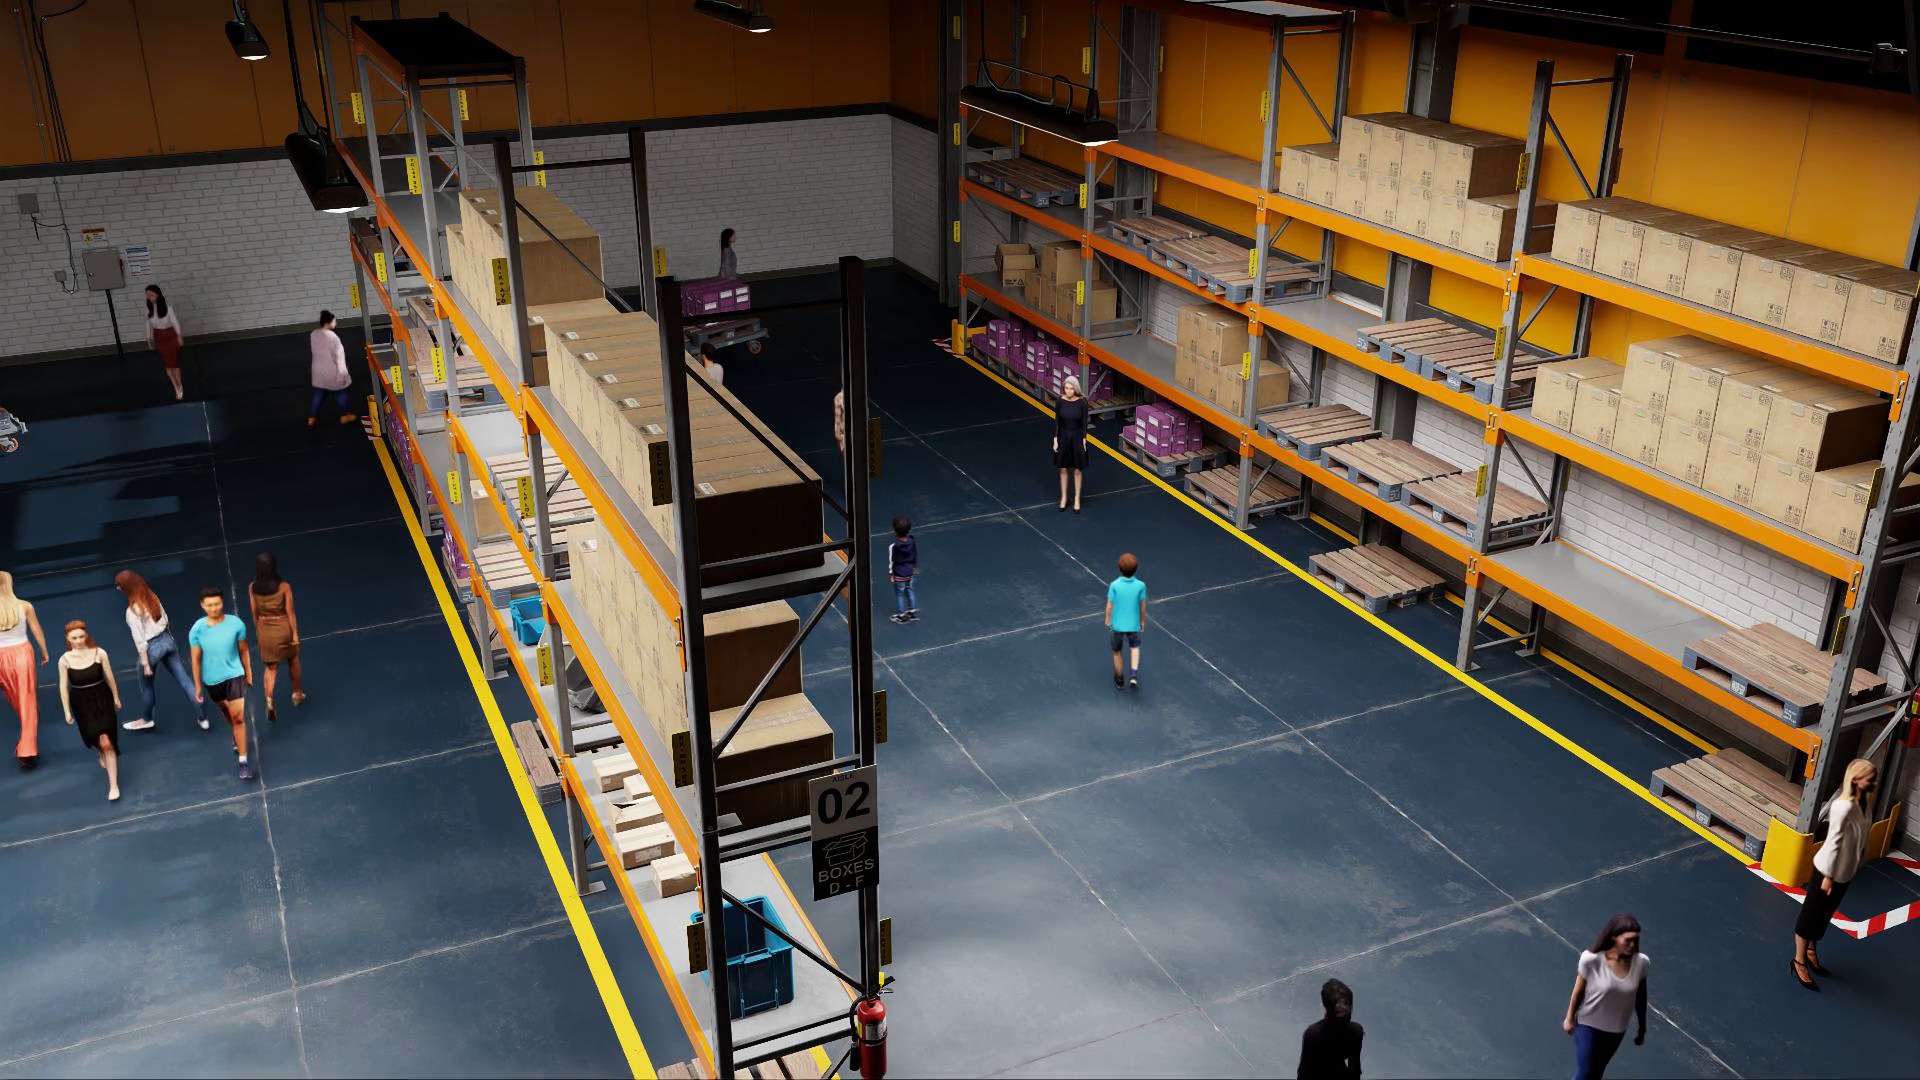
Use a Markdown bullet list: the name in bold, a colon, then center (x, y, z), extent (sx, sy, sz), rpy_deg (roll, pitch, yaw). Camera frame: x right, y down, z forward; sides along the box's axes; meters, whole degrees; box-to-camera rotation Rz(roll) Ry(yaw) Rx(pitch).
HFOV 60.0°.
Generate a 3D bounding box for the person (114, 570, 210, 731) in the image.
- **person**: center (-7.375, 1.049, 15.403), extent (1.148, 1.681, 1.109), rpy_deg (8, 25, 17)

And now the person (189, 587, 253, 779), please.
- **person**: center (-6.626, 1.218, 14.961), extent (0.732, 1.726, 1.171), rpy_deg (-8, 25, -18)

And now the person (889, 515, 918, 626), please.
- **person**: center (-0.612, 0.311, 17.666), extent (0.563, 1.221, 0.538), rpy_deg (-18, 29, -35)

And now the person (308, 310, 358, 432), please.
- **person**: center (-8.851, -2.331, 23.104), extent (1.108, 1.705, 1.159), rpy_deg (7, 25, 16)

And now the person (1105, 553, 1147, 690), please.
- **person**: center (1.620, 0.820, 16.224), extent (0.632, 1.442, 0.689), rpy_deg (-1, 24, -2)

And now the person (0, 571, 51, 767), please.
- **person**: center (-8.506, 1.196, 14.987), extent (0.705, 1.746, 1.275), rpy_deg (-10, 25, -21)

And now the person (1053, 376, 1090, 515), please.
- **person**: center (1.363, -1.180, 20.425), extent (0.708, 1.743, 0.745), rpy_deg (5, 24, 11)

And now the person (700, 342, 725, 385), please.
- **person**: center (-3.246, -1.759, 21.772), extent (0.710, 1.723, 0.685), rpy_deg (13, 27, 27)

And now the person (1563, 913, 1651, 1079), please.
- **person**: center (4.112, 3.086, 10.751), extent (0.735, 1.674, 0.756), rpy_deg (-2, 24, -4)

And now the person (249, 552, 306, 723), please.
- **person**: center (-6.460, 0.944, 15.667), extent (0.814, 1.662, 1.082), rpy_deg (-1, 24, -3)

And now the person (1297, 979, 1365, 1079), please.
- **person**: center (2.225, 3.412, 10.068), extent (0.638, 1.623, 0.798), rpy_deg (-6, 24, -13)

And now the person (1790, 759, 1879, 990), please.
- **person**: center (6.361, 2.406, 12.078), extent (0.666, 1.858, 0.629), rpy_deg (-20, 31, -39)

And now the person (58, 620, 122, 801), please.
- **person**: center (-7.642, 1.424, 14.658), extent (0.585, 1.591, 1.053), rpy_deg (-10, 26, -22)

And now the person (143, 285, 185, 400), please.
- **person**: center (-11.598, -2.905, 24.379), extent (0.740, 1.737, 0.744), rpy_deg (0, 24, 0)

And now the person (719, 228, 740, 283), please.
- **person**: center (-3.928, -4.308, 27.619), extent (0.800, 1.712, 0.753), rpy_deg (-6, 24, -14)
